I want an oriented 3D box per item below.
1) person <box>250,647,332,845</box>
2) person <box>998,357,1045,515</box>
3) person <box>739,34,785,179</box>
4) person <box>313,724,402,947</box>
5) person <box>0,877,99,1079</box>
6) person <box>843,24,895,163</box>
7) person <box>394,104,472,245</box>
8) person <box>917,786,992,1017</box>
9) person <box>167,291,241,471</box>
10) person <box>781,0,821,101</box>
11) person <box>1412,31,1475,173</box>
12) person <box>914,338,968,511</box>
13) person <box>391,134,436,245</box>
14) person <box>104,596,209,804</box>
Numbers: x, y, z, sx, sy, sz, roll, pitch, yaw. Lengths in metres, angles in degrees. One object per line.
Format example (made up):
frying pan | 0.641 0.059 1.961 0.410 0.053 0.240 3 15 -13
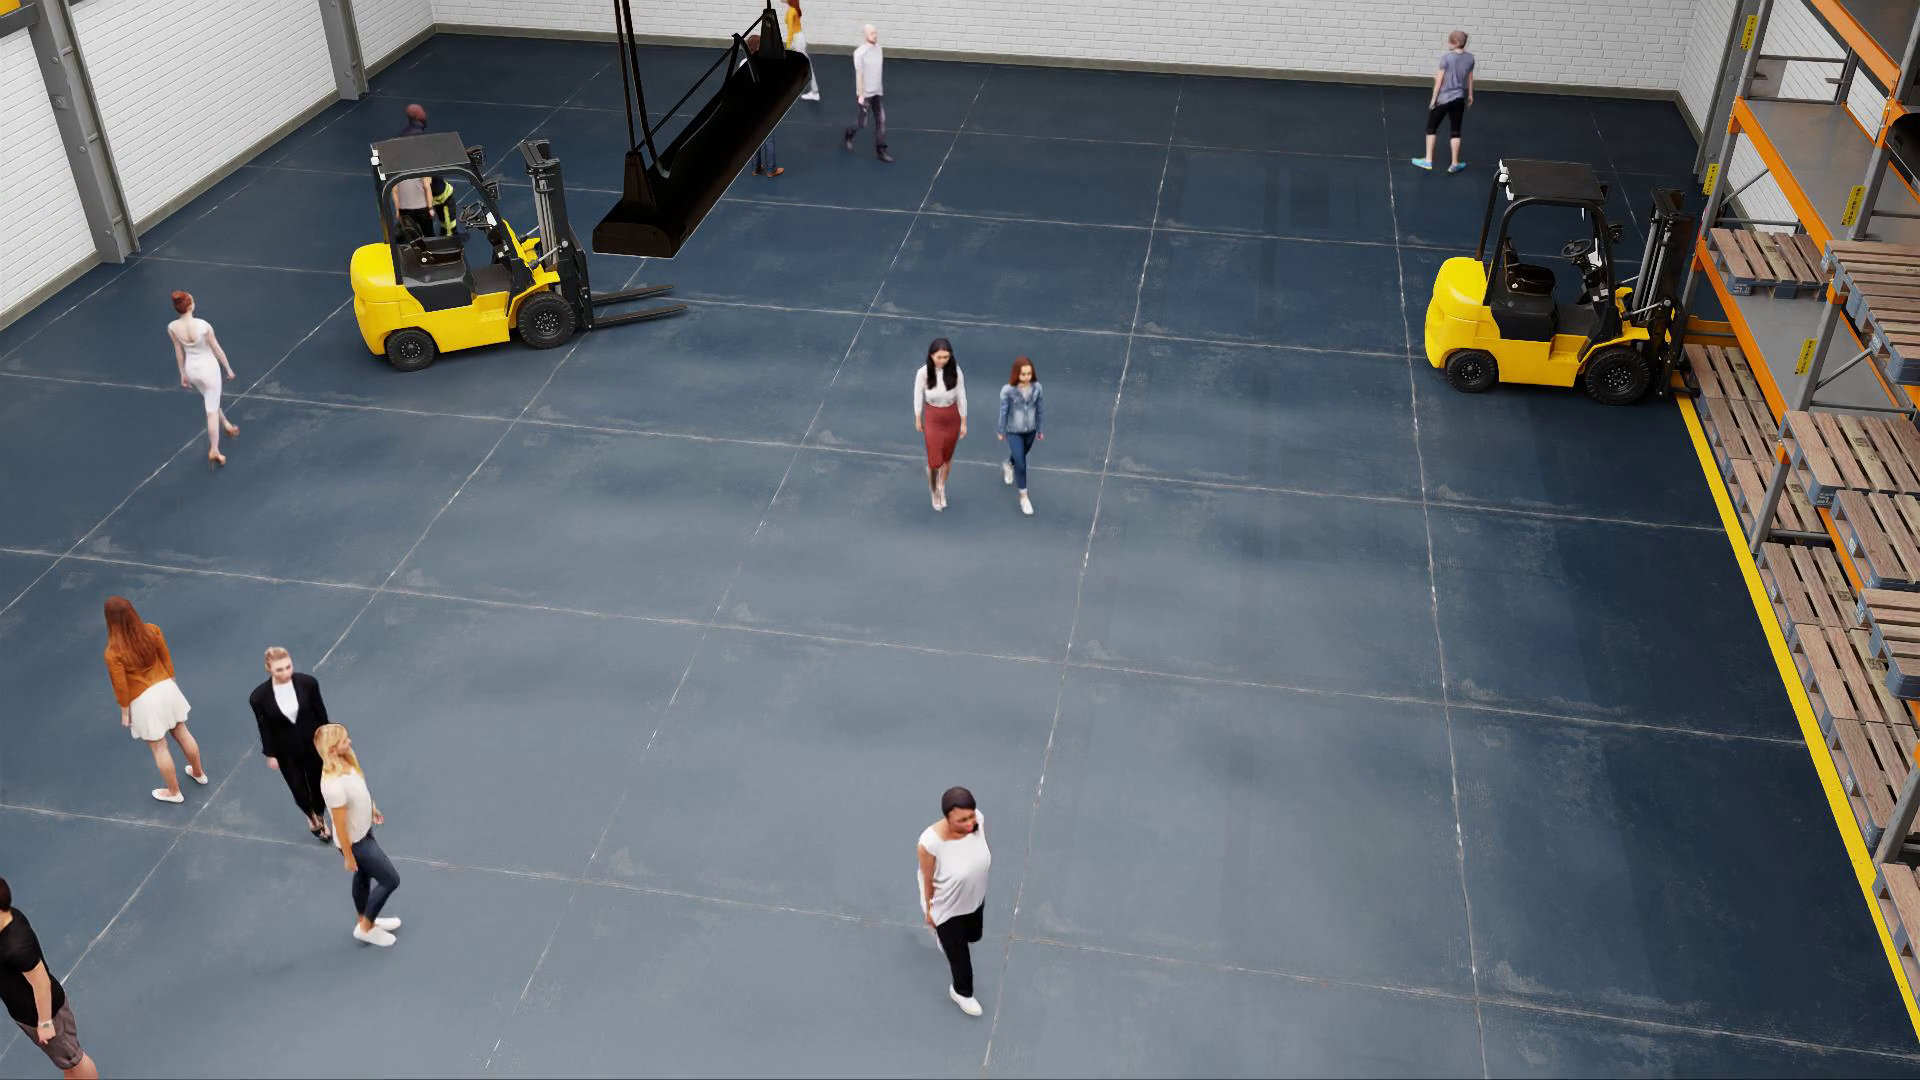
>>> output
person | -4.539 1.383 11.369 0.737 1.693 0.797 -21 39 -29
person | 0.536 -1.039 15.229 0.908 1.454 1.082 -13 36 -19
person | -2.650 -5.711 21.898 0.703 1.851 0.645 12 36 18
person | -3.916 1.890 10.513 0.773 1.796 0.679 -10 35 -15
person | -5.213 2.597 9.390 0.767 1.862 0.771 26 42 33
person | -1.278 -6.034 22.419 1.104 1.813 1.134 27 42 35
person | -6.451 -4.287 19.813 1.297 1.788 1.195 -24 41 -32
person | -0.043 2.154 10.227 0.948 1.672 0.992 -24 41 -32
person | -7.136 -1.473 15.596 0.621 1.770 0.916 3 34 4
person | -2.288 -7.246 24.330 0.822 1.715 1.016 3 34 4
person | 6.489 -5.772 21.974 0.926 1.870 0.802 0 34 0
person | -0.176 -1.070 15.022 0.698 1.733 0.731 -6 34 -9
person | -6.315 -3.874 19.254 0.647 1.720 0.588 -1 34 -1
person | -5.701 1.117 11.742 0.743 1.723 0.613 17 37 24
